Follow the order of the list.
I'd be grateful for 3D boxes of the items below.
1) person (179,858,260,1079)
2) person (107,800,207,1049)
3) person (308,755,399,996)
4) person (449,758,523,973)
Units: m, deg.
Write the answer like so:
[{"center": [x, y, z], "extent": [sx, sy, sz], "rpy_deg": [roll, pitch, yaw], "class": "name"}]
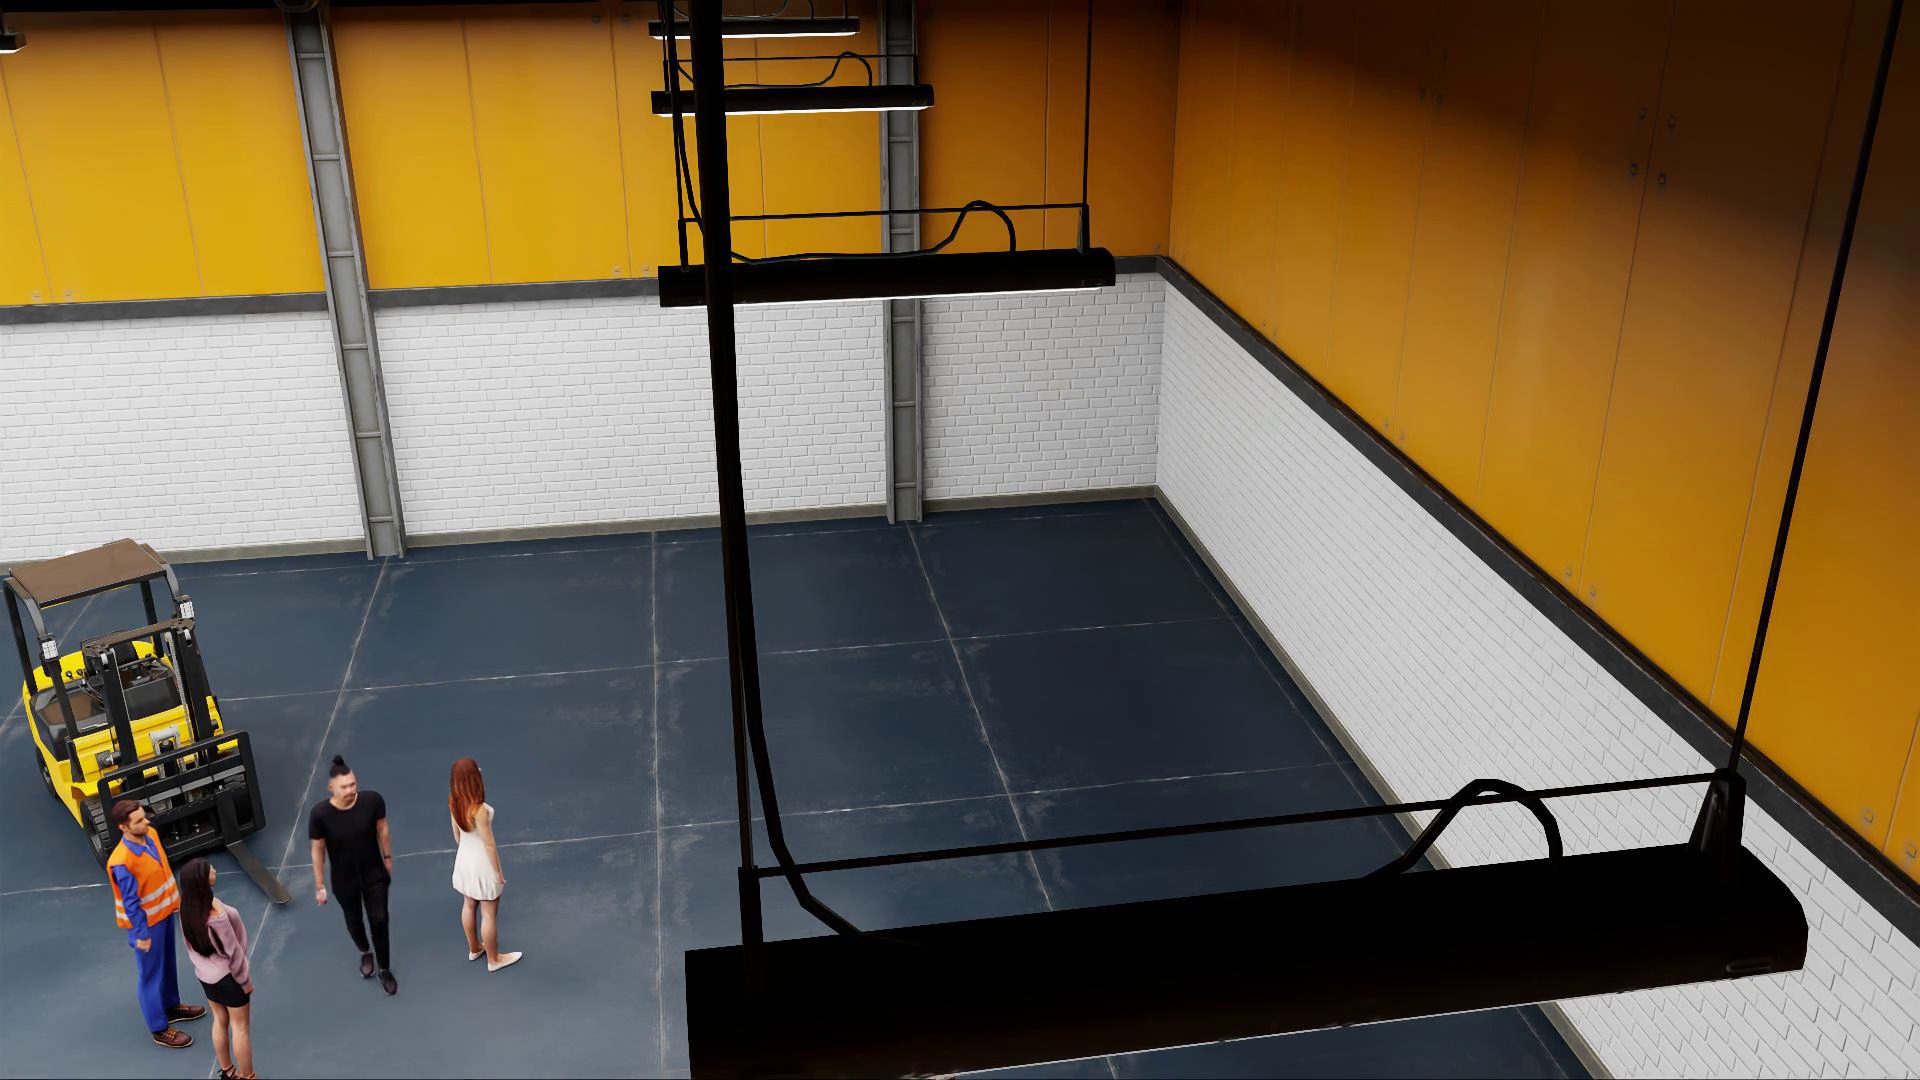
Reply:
[{"center": [-4.766, 2.829, 10.731], "extent": [0.672, 1.812, 0.753], "rpy_deg": [13, 27, 27], "class": "person"}, {"center": [-5.491, 2.563, 11.276], "extent": [0.649, 1.863, 0.722], "rpy_deg": [-1, 24, -2], "class": "person"}, {"center": [-4.327, 2.309, 11.877], "extent": [0.854, 1.847, 0.866], "rpy_deg": [-9, 25, -19], "class": "person"}, {"center": [-3.488, 2.326, 12.007], "extent": [0.649, 1.712, 0.700], "rpy_deg": [18, 29, 35], "class": "person"}]
